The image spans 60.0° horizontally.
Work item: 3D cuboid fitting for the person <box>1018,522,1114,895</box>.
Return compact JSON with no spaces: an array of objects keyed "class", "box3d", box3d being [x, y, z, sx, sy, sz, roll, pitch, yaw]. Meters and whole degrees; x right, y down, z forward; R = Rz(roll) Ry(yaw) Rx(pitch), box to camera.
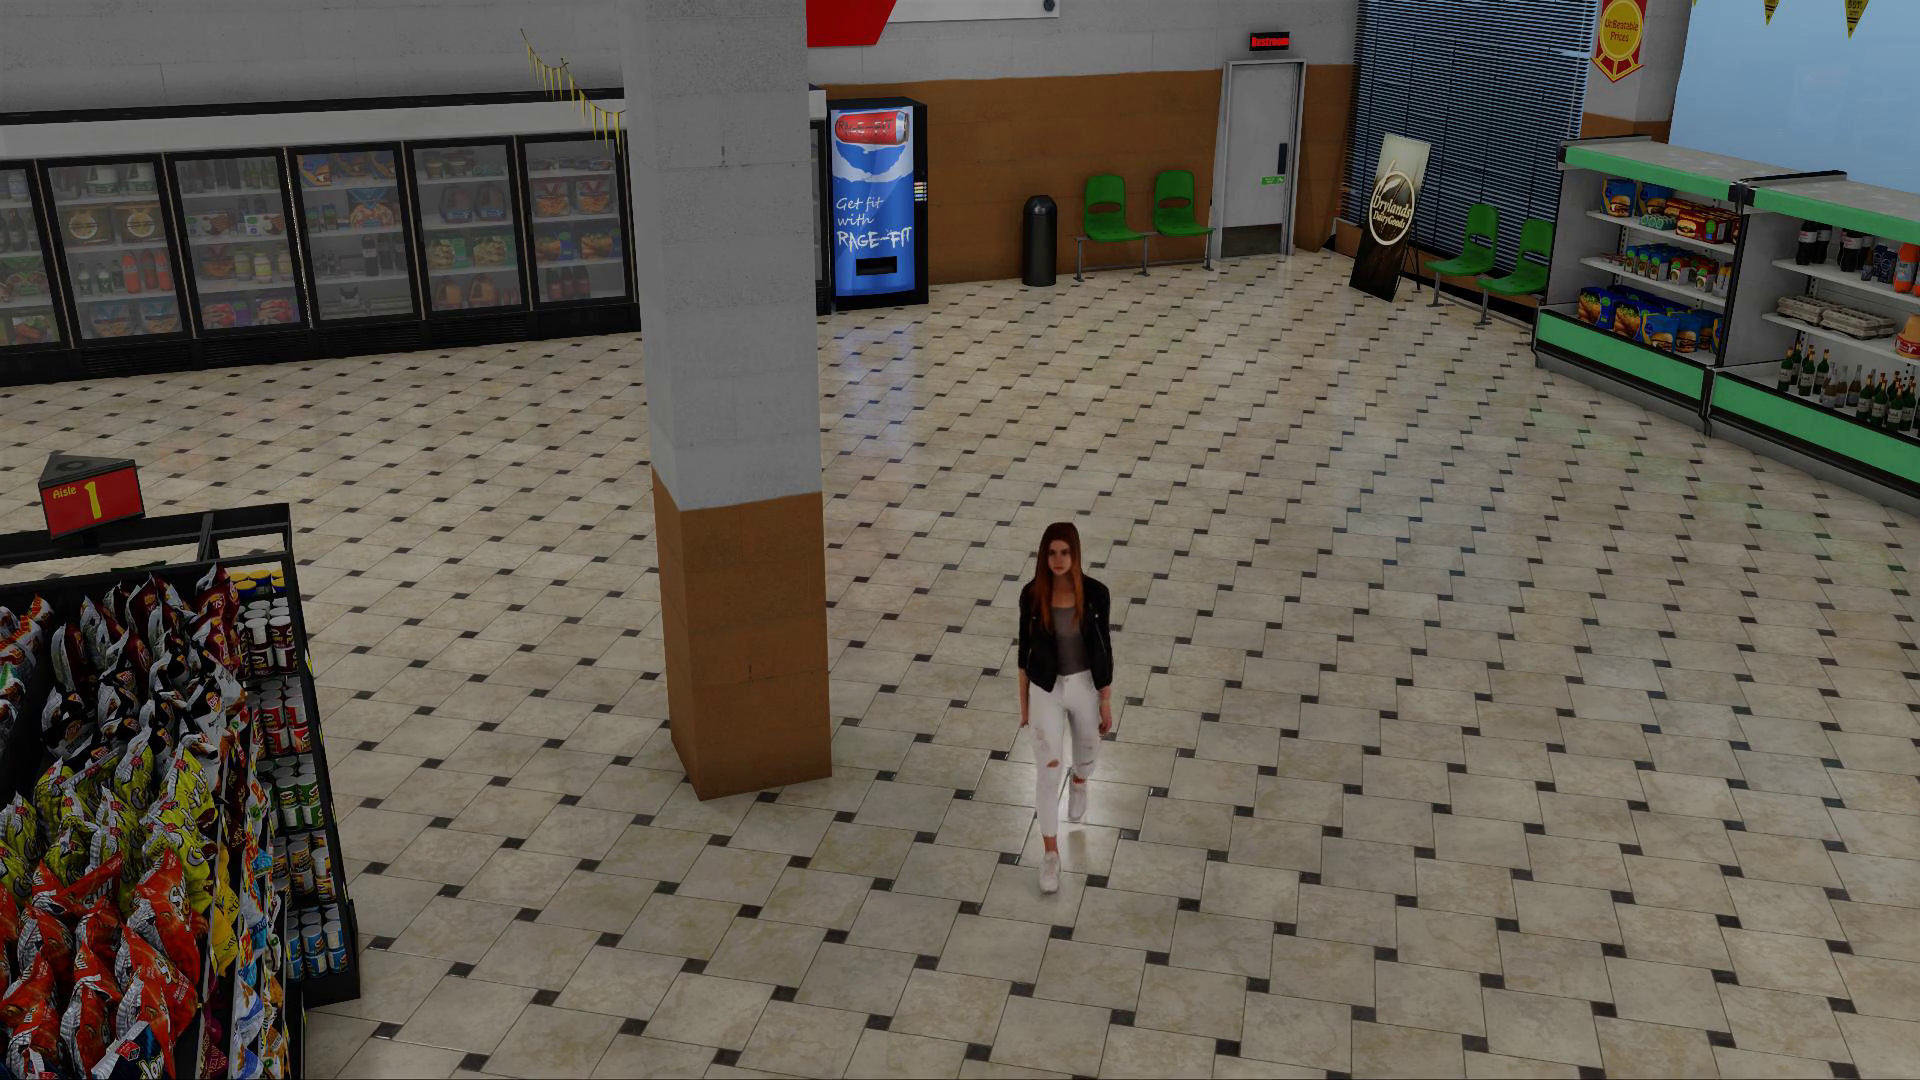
[{"class":"person","box3d":[0.495,0.697,7.602,0.846,1.680,1.129,1,22,2]}]
